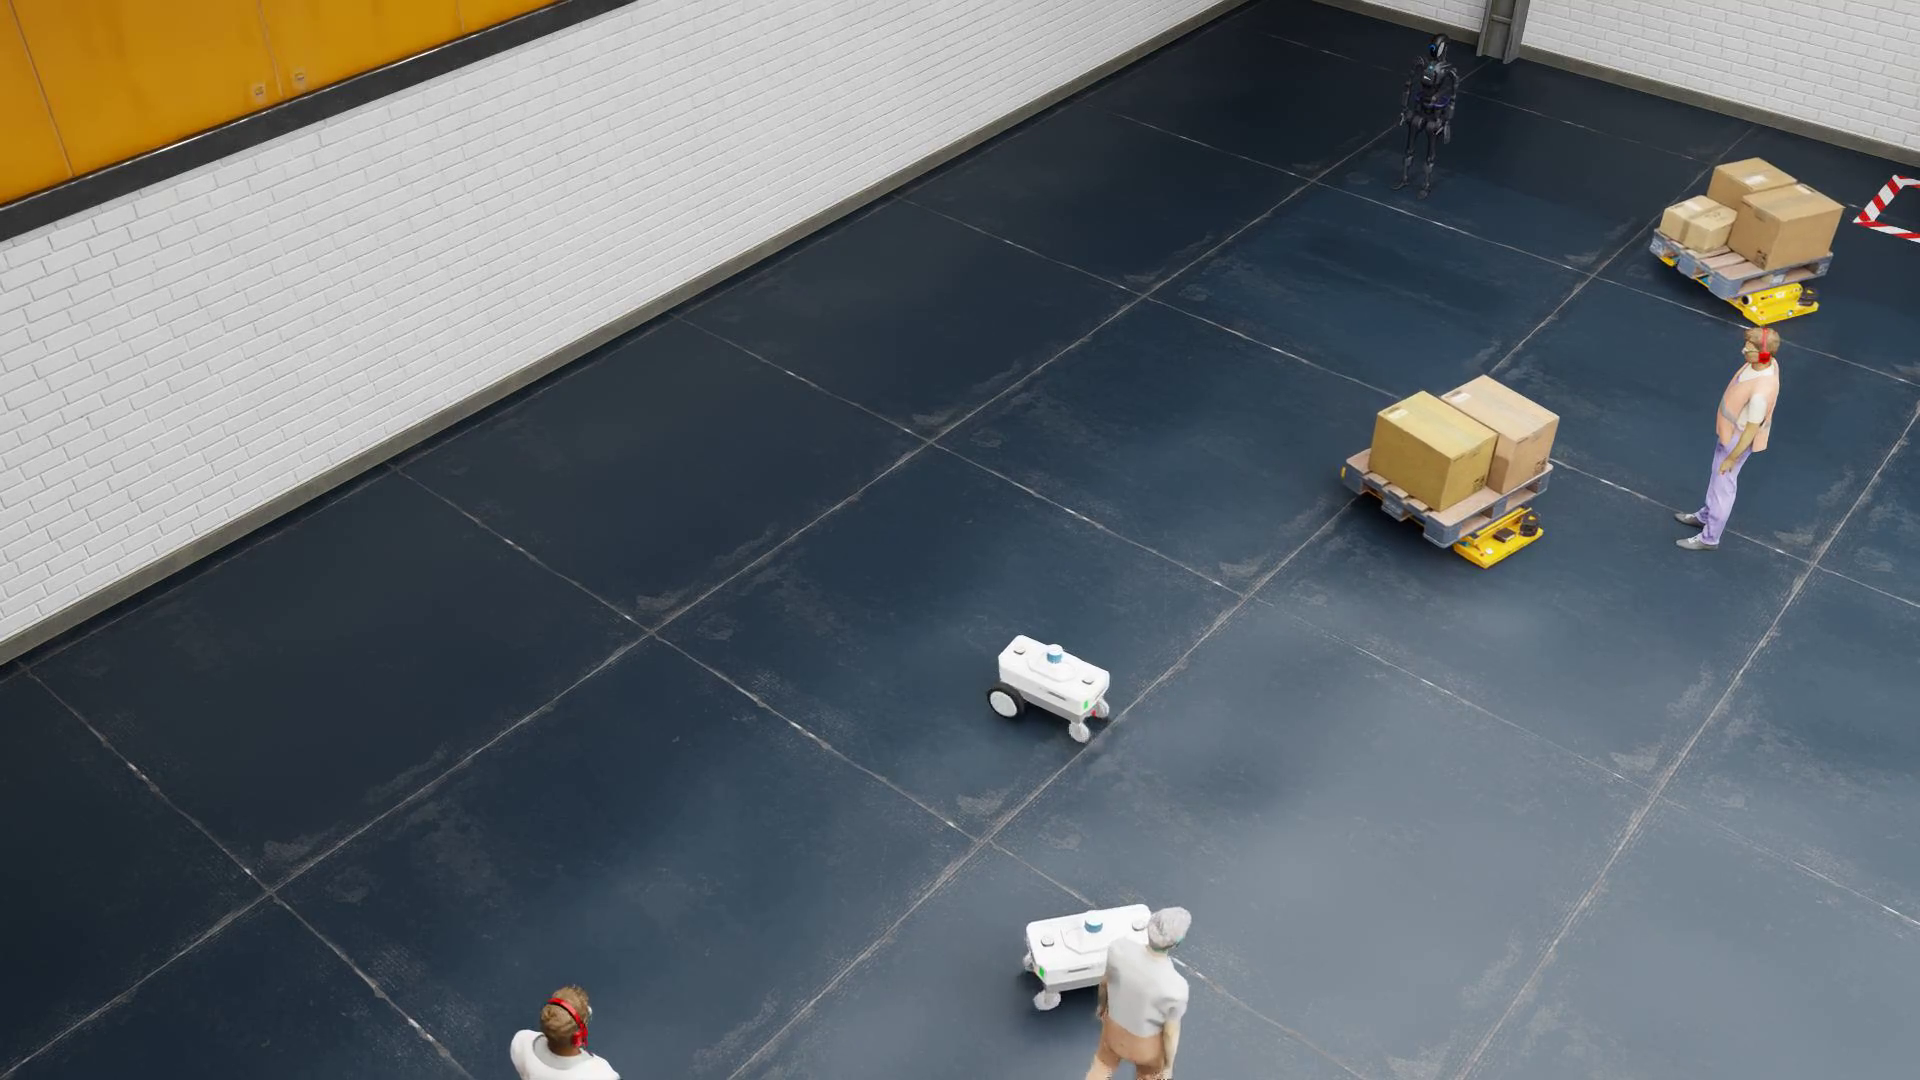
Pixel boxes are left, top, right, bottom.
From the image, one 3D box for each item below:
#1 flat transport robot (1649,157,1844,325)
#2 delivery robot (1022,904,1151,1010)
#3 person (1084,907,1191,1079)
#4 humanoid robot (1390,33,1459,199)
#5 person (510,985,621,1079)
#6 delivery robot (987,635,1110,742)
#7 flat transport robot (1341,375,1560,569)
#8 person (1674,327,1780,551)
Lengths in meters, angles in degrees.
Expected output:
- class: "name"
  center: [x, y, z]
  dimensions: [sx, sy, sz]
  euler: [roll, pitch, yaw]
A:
- class: "flat transport robot"
  center: [7.136, -2.453, 15.331]
  dimensions: [0.659, 0.231, 1.431]
  euler: [-14, 41, -17]
- class: "delivery robot"
  center: [0.747, 2.284, 9.229]
  dimensions: [0.801, 0.602, 0.499]
  euler: [-7, 39, -9]
- class: "person"
  center: [0.806, 2.447, 8.103]
  dimensions: [0.506, 1.714, 0.591]
  euler: [28, 46, 30]
- class: "humanoid robot"
  center: [4.591, -4.167, 16.325]
  dimensions: [0.599, 1.657, 0.315]
  euler: [31, 48, 32]
- class: "person"
  center: [-1.734, 2.726, 7.659]
  dimensions: [0.562, 1.833, 0.408]
  euler: [18, 42, 21]
- class: "delivery robot"
  center: [0.597, 0.935, 10.902]
  dimensions: [0.802, 0.600, 0.499]
  euler: [22, 44, 25]
- class: "flat transport robot"
  center: [3.668, -0.321, 12.685]
  dimensions: [0.659, 0.231, 1.431]
  euler: [-25, 45, -28]
- class: "person"
  center: [5.563, -0.717, 11.926]
  dimensions: [0.391, 1.838, 0.563]
  euler: [12, 40, 14]
